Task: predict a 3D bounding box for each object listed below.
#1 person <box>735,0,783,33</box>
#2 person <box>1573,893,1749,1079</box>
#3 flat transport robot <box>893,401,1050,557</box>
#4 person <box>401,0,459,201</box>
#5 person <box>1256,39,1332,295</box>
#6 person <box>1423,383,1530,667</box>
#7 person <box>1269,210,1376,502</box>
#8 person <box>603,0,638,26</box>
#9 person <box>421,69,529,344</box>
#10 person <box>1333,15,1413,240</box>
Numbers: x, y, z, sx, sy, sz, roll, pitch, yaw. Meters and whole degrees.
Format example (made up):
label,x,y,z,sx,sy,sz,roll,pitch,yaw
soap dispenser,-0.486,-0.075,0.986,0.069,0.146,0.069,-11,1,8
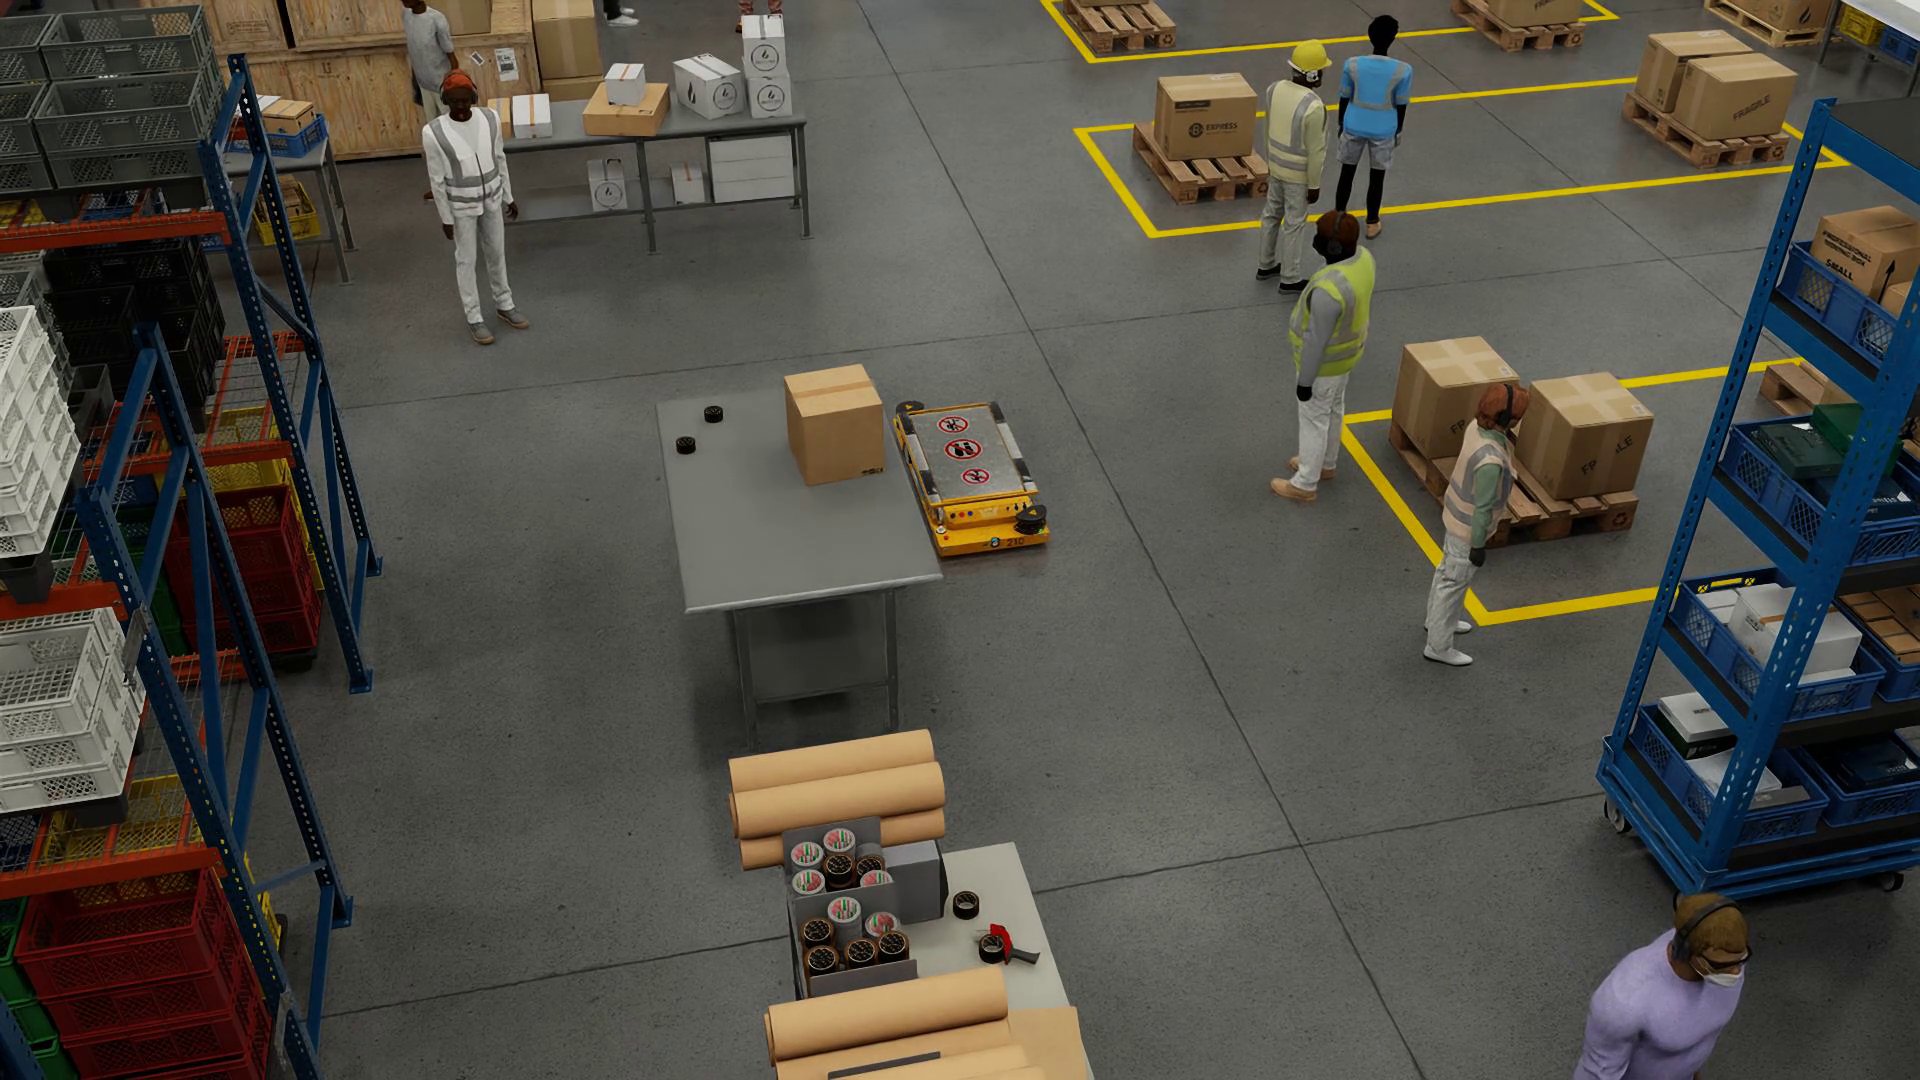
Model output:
label,x,y,z,sx,sy,sz,roll,pitch,yaw
person,-1.975,-5.870,16.062,0.642,1.906,0.410,3,37,4
person,2.294,1.859,5.646,0.635,1.937,0.354,-20,41,-25
flat transport robot,0.046,-0.430,10.108,0.652,0.197,1.431,-8,37,-10
person,-4.071,-3.494,12.896,0.520,1.873,0.335,23,42,27
person,2.375,-2.635,11.774,0.403,1.833,0.586,-17,40,-22
person,2.617,-0.086,8.516,0.312,1.633,0.516,6,37,8
person,2.107,-1.059,9.658,0.429,1.838,0.627,21,41,25
person,-3.438,-6.011,16.253,0.404,1.907,0.612,-9,38,-12
person,-3.260,-2.255,11.221,0.575,1.883,0.362,-30,46,-34
person,3.079,-3.093,12.507,0.532,1.693,0.318,16,39,20
